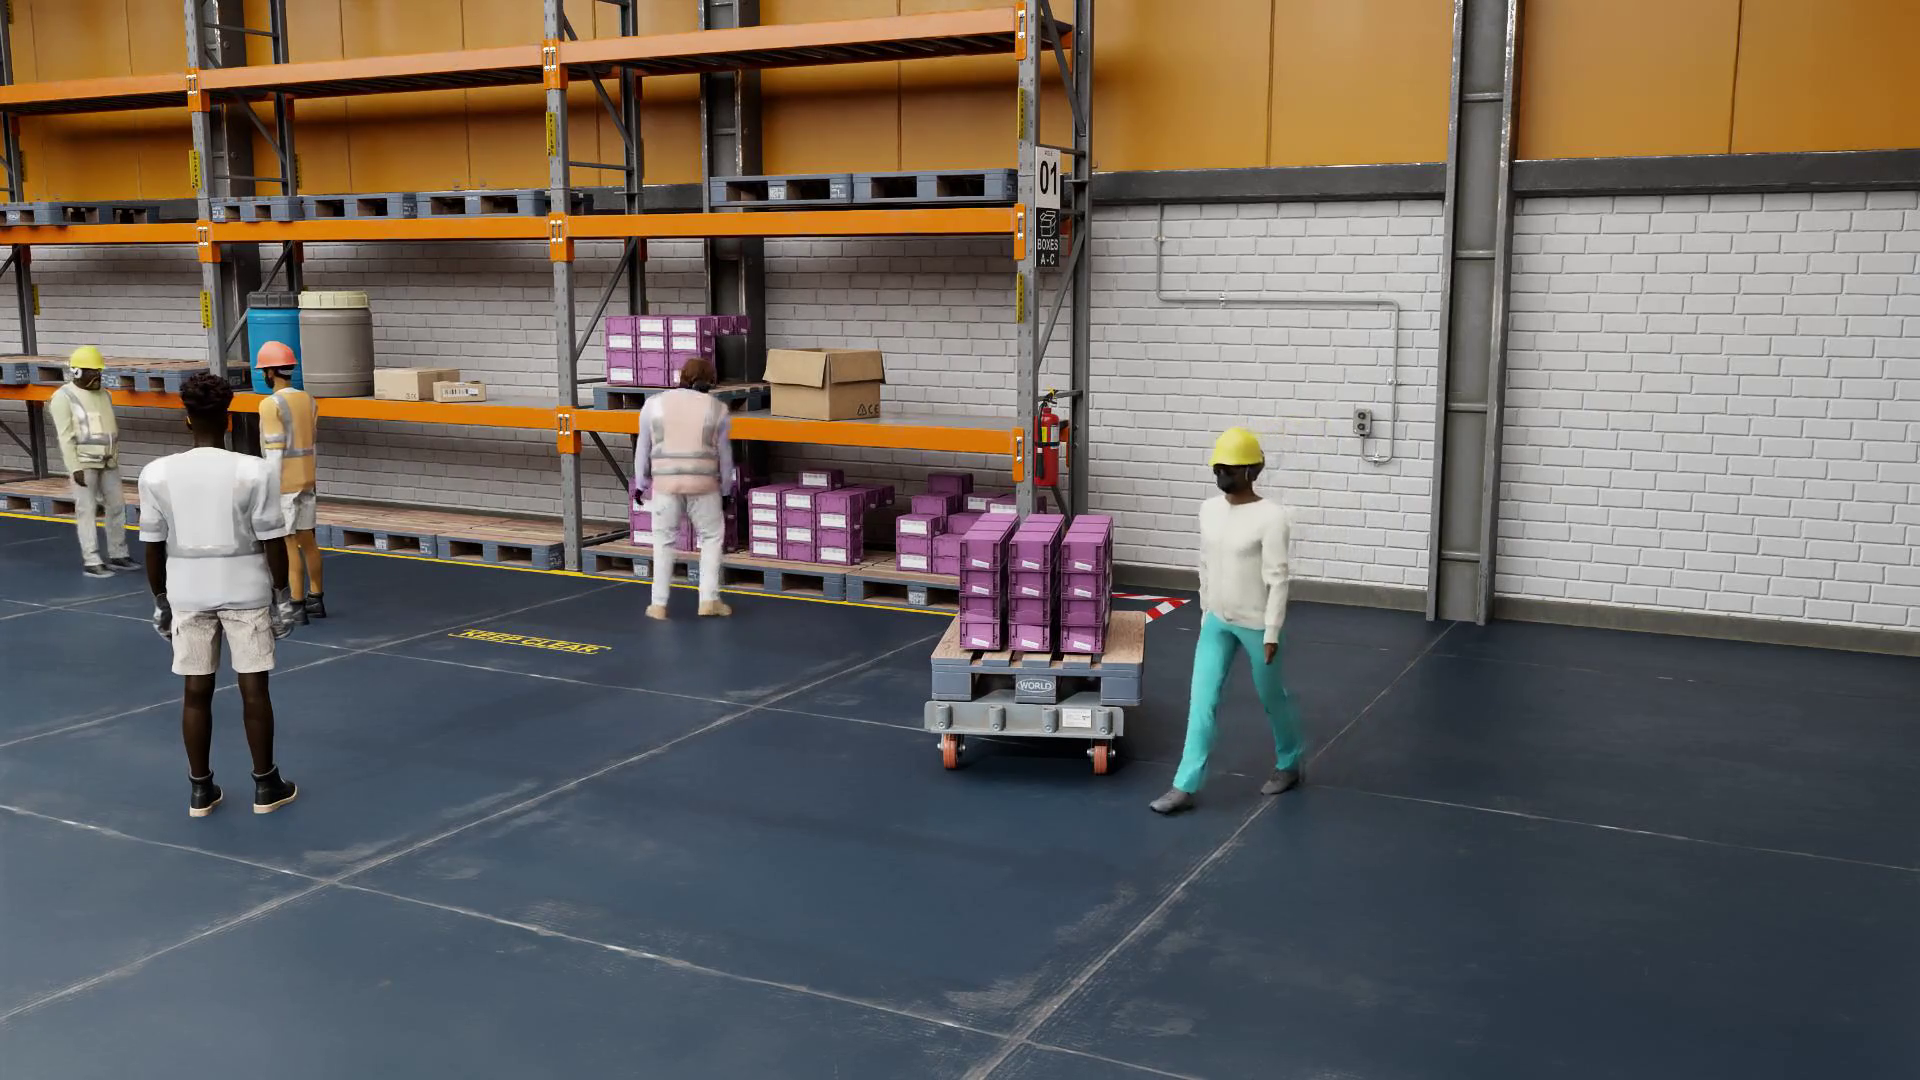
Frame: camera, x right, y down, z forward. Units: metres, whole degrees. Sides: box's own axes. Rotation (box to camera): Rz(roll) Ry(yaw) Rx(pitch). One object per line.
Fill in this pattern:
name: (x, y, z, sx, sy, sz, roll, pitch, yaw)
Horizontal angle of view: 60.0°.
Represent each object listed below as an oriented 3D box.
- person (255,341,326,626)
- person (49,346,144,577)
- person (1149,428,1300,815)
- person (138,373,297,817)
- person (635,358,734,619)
person: (-4.587, -0.381, 11.319, 0.363, 1.934, 0.553, 2, 9, 10)
person: (-6.832, -0.611, 13.100, 0.426, 1.827, 0.610, 3, 10, 16)
person: (1.254, 0.354, 7.457, 0.904, 1.718, 0.546, -8, 12, -40)
person: (-3.259, 0.248, 7.347, 0.612, 1.965, 0.361, -1, 9, -7)
person: (-1.906, -0.349, 11.526, 0.690, 1.814, 0.433, -1, 9, -3)
